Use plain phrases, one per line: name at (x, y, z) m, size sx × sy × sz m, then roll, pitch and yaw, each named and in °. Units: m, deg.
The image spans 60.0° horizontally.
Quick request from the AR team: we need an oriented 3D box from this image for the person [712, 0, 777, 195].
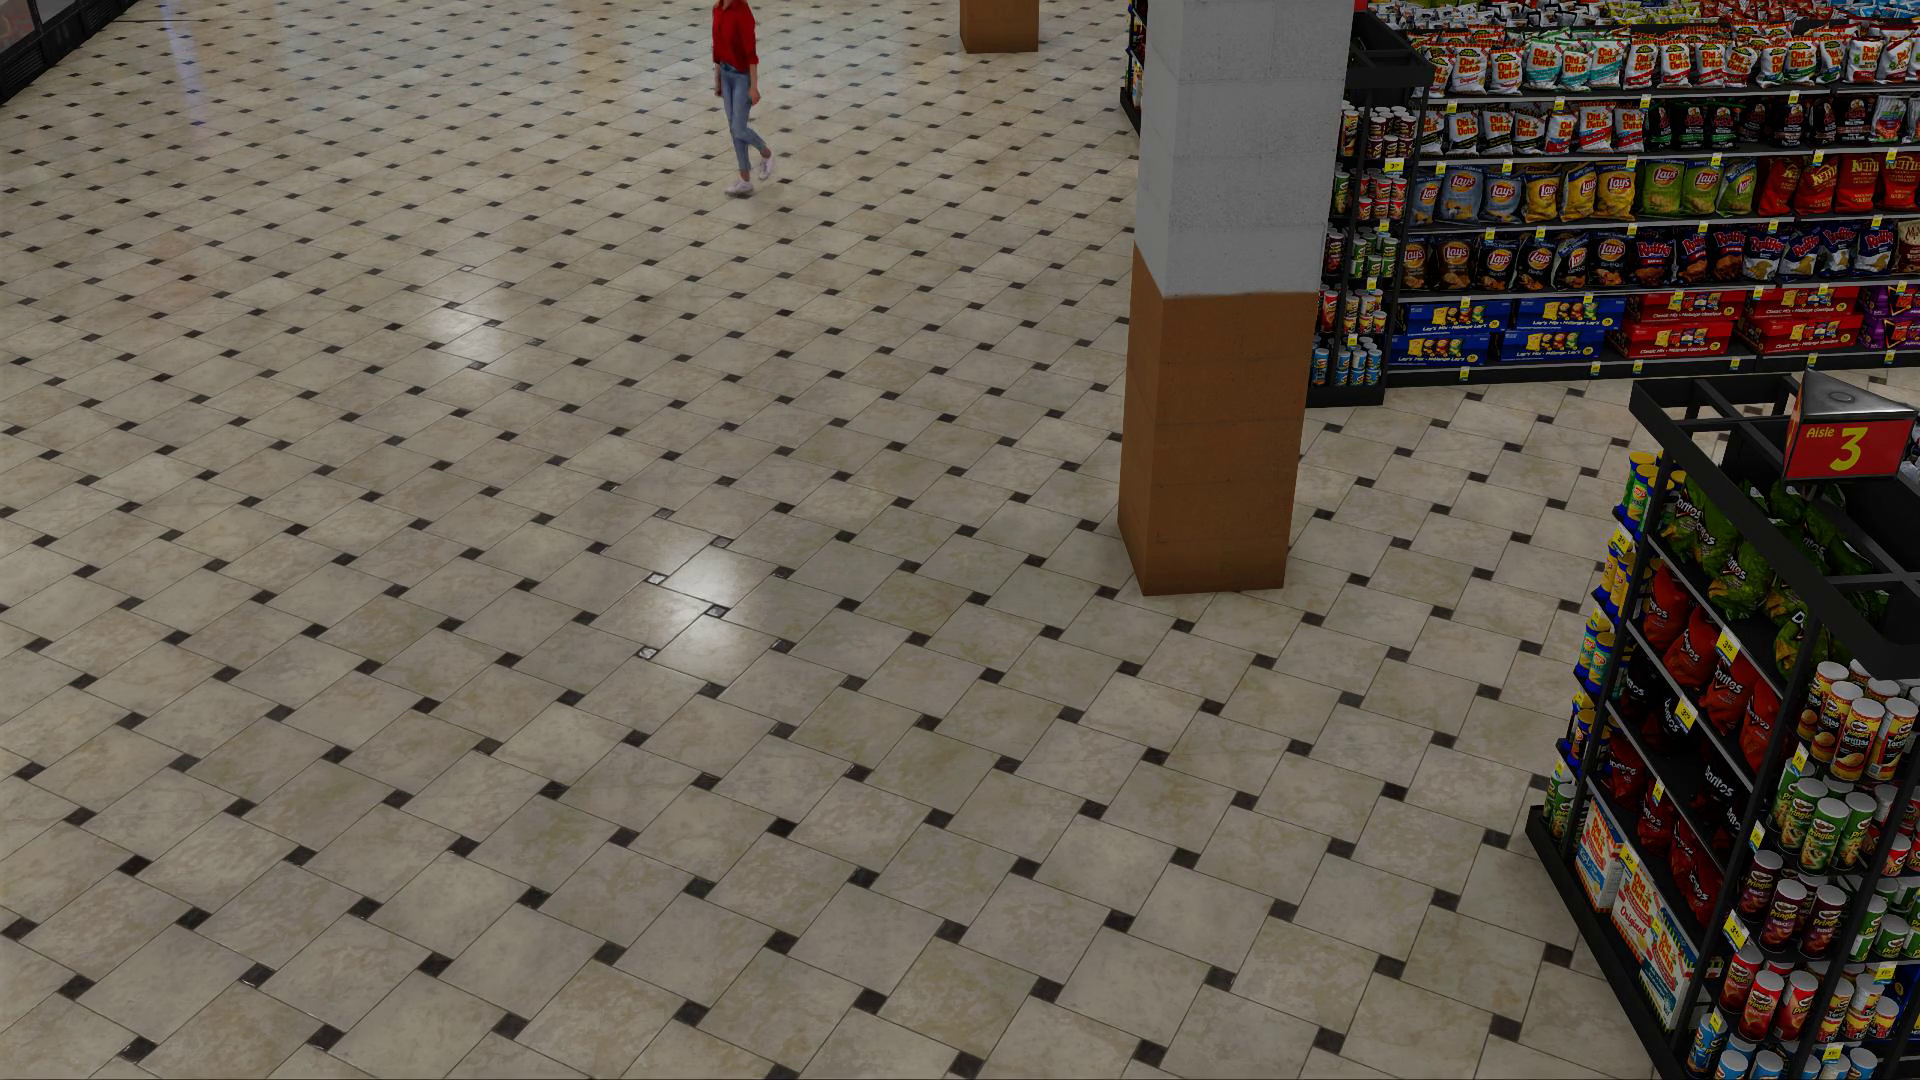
person at (-1.592, -3.427, 12.378) m, size 0.873 × 1.697 × 0.814 m, roll -27°, pitch 41°, yaw -36°
